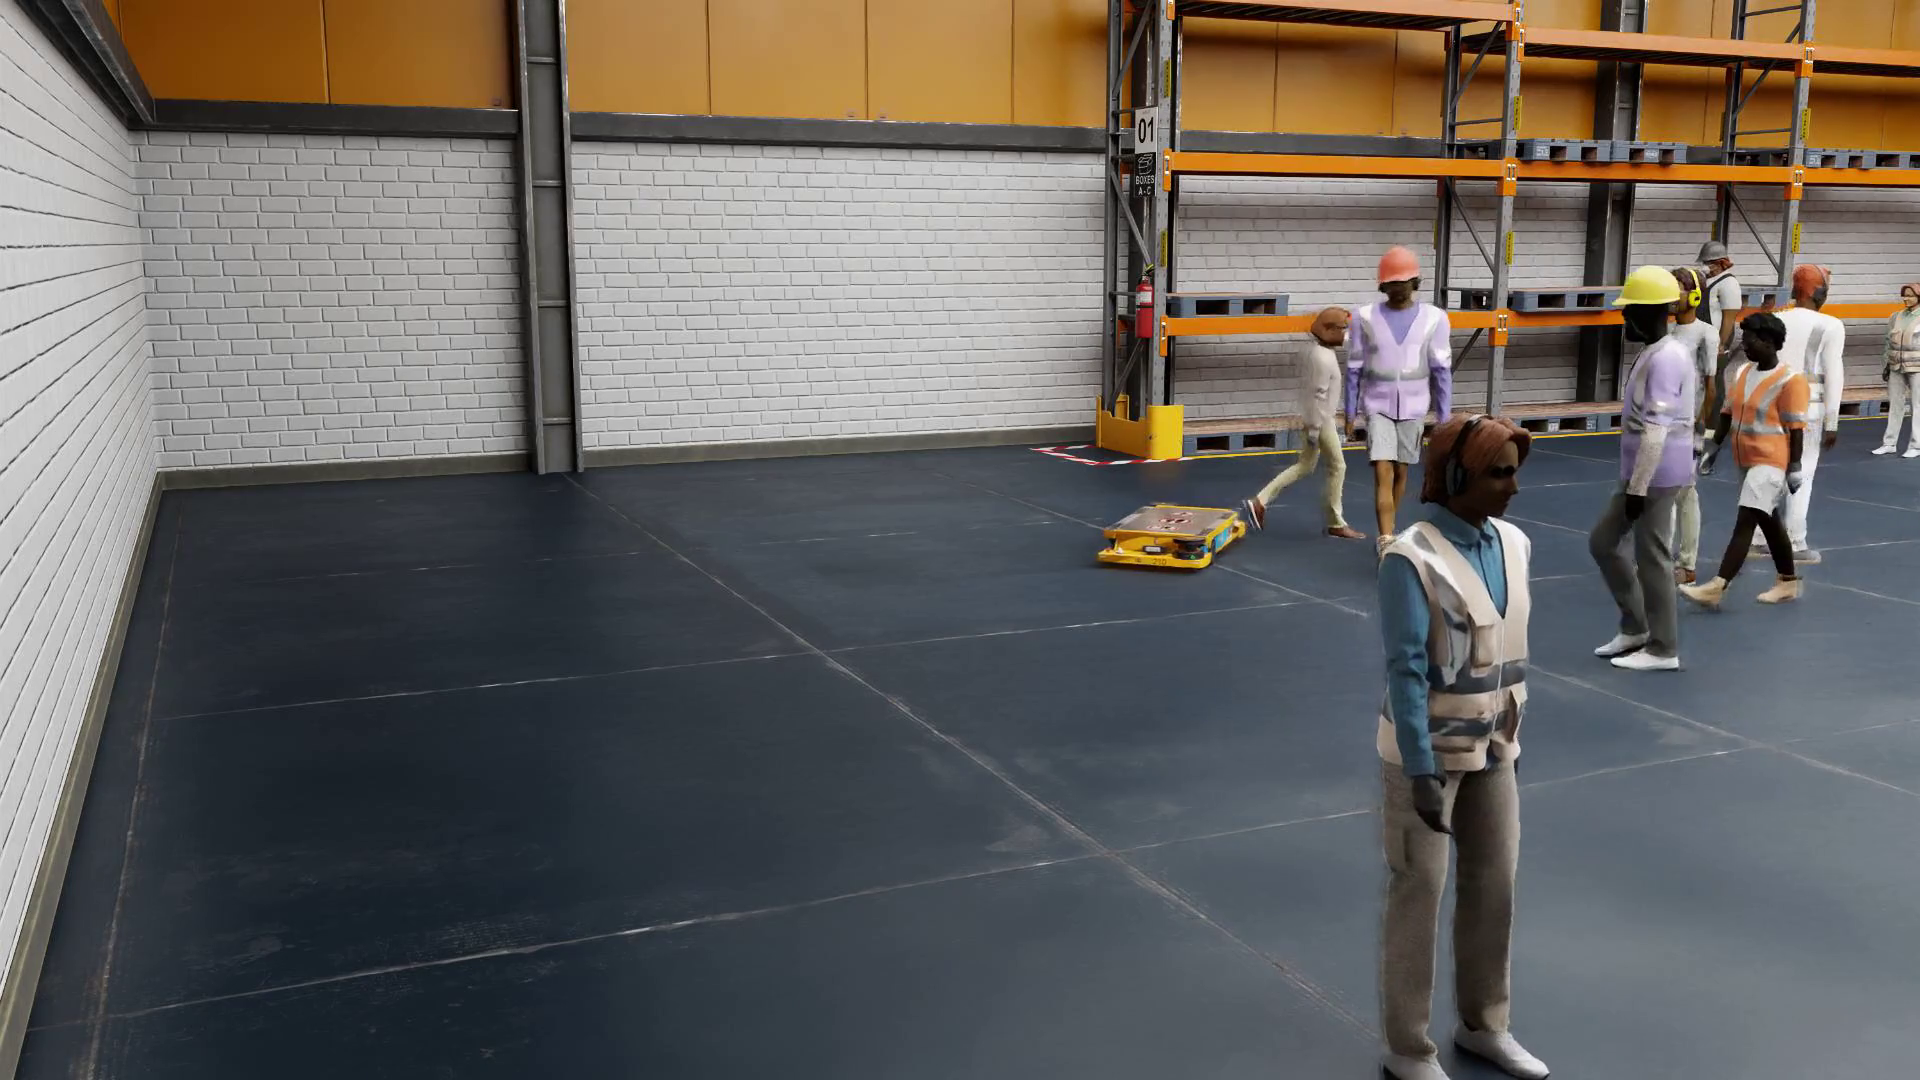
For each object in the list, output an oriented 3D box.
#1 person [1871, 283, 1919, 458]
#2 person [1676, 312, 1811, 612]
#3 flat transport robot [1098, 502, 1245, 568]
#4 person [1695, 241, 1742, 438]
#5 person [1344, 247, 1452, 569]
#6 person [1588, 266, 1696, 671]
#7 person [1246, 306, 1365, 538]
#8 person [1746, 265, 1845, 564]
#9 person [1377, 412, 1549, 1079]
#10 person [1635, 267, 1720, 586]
[{"bbox_3d":[8.926,-1.592,15.641,0.315,1.641,0.515,-4,11,-23],"label":"person"},{"bbox_3d":[4.341,-0.424,9.141,0.871,1.640,0.525,-1,10,-8],"label":"person"},{"bbox_3d":[1.403,-0.045,10.842,0.652,0.197,1.431,4,11,20],"label":"flat transport robot"},{"bbox_3d":[7.703,-2.074,17.213,0.538,2.000,0.683,-1,10,-5],"label":"person"},{"bbox_3d":[2.711,-0.800,10.292,0.633,1.978,1.031,2,10,9],"label":"person"},{"bbox_3d":[3.208,-0.325,7.836,0.527,1.907,0.628,3,11,16],"label":"person"},{"bbox_3d":[2.375,-0.792,11.300,0.747,1.595,0.516,1,10,4],"label":"person"},{"bbox_3d":[5.264,-0.778,10.498,0.366,1.885,0.592,-6,12,-32],"label":"person"},{"bbox_3d":[1.172,0.517,3.927,0.533,1.637,0.350,-7,12,-35],"label":"person"},{"bbox_3d":[4.215,-0.659,9.802,0.326,1.874,0.519,-2,10,-11],"label":"person"}]
